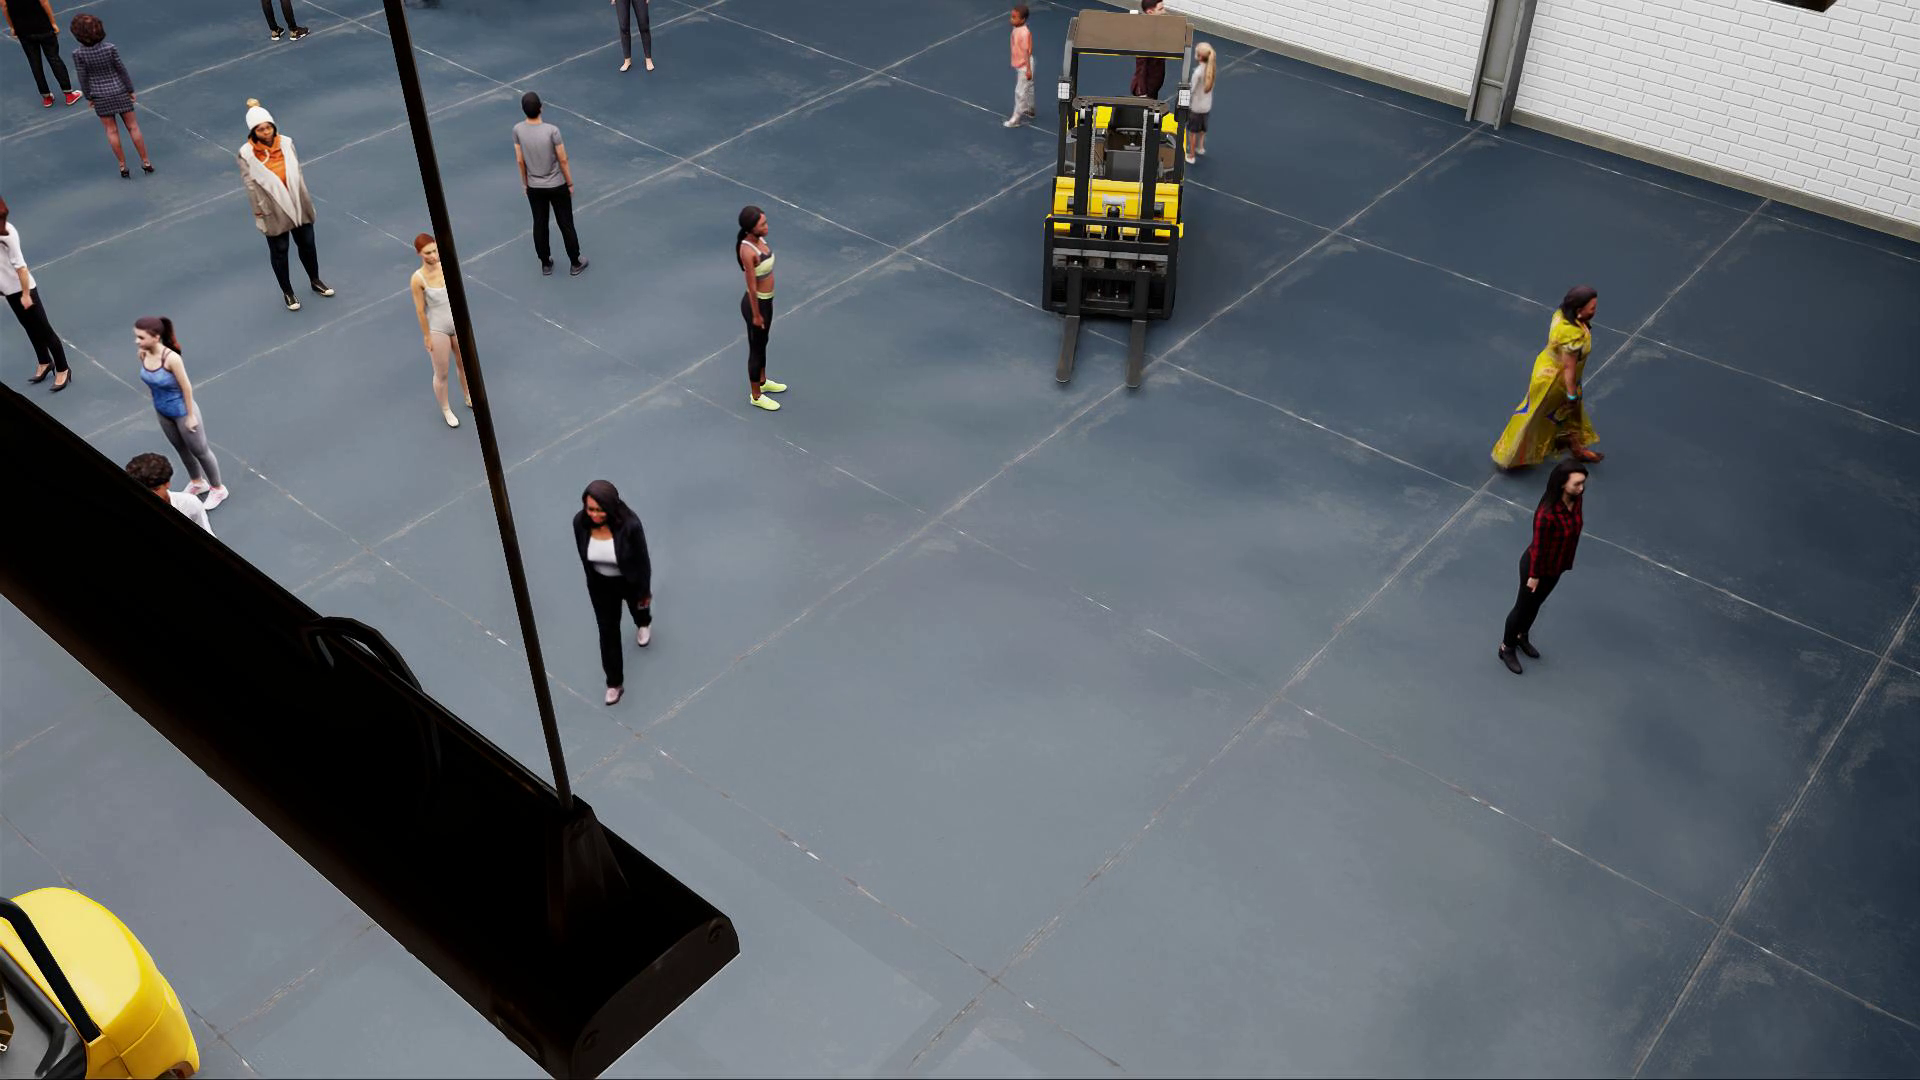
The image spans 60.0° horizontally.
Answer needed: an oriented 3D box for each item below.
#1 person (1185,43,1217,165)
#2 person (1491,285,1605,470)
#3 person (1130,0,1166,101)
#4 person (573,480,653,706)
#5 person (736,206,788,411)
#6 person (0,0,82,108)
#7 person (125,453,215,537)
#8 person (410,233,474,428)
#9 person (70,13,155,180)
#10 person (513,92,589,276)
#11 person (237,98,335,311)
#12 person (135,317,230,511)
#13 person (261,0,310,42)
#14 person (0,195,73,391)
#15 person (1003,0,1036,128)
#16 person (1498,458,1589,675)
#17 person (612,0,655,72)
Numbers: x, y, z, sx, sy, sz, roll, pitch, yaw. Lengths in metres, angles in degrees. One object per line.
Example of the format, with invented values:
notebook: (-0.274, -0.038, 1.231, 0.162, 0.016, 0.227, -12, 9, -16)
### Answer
person: (2.461, -4.450, 16.997, 0.548, 1.271, 0.509, 30, 47, 32)
person: (4.437, -1.208, 12.656, 1.251, 1.623, 1.083, 8, 39, 10)
person: (1.868, -4.561, 16.660, 0.754, 1.866, 0.770, 10, 40, 13)
person: (-2.214, 0.211, 10.927, 1.139, 1.564, 1.166, -1, 39, -1)
person: (-1.637, -1.888, 13.402, 0.667, 1.755, 0.641, 5, 39, 6)
person: (-10.051, -5.578, 18.021, 0.717, 1.757, 0.748, -8, 39, -10)
person: (-5.004, 0.205, 10.737, 0.717, 1.810, 0.724, -15, 41, -18)
person: (-4.103, -1.692, 13.245, 0.457, 1.644, 0.549, 28, 46, 31)
person: (-8.490, -4.430, 16.626, 0.691, 1.703, 0.680, -17, 42, -20)
person: (-3.746, -3.226, 15.077, 0.678, 1.755, 0.762, 1, 39, 2)
person: (-5.979, -2.969, 14.646, 0.652, 1.891, 0.696, 30, 48, 32)
person: (-5.811, -0.957, 12.354, 0.535, 1.610, 0.665, 19, 42, 22)
person: (-8.116, -6.788, 19.460, 0.701, 1.851, 0.811, 4, 39, 5)
person: (-7.673, -2.051, 13.574, 0.492, 1.795, 0.689, 22, 43, 25)
person: (0.701, -5.102, 17.794, 0.842, 1.296, 0.773, -4, 39, -4)
person: (3.826, 0.147, 10.932, 0.611, 1.657, 0.544, -30, 47, -32)
person: (-3.732, -6.206, 18.798, 0.683, 1.768, 0.739, -4, 39, -5)
